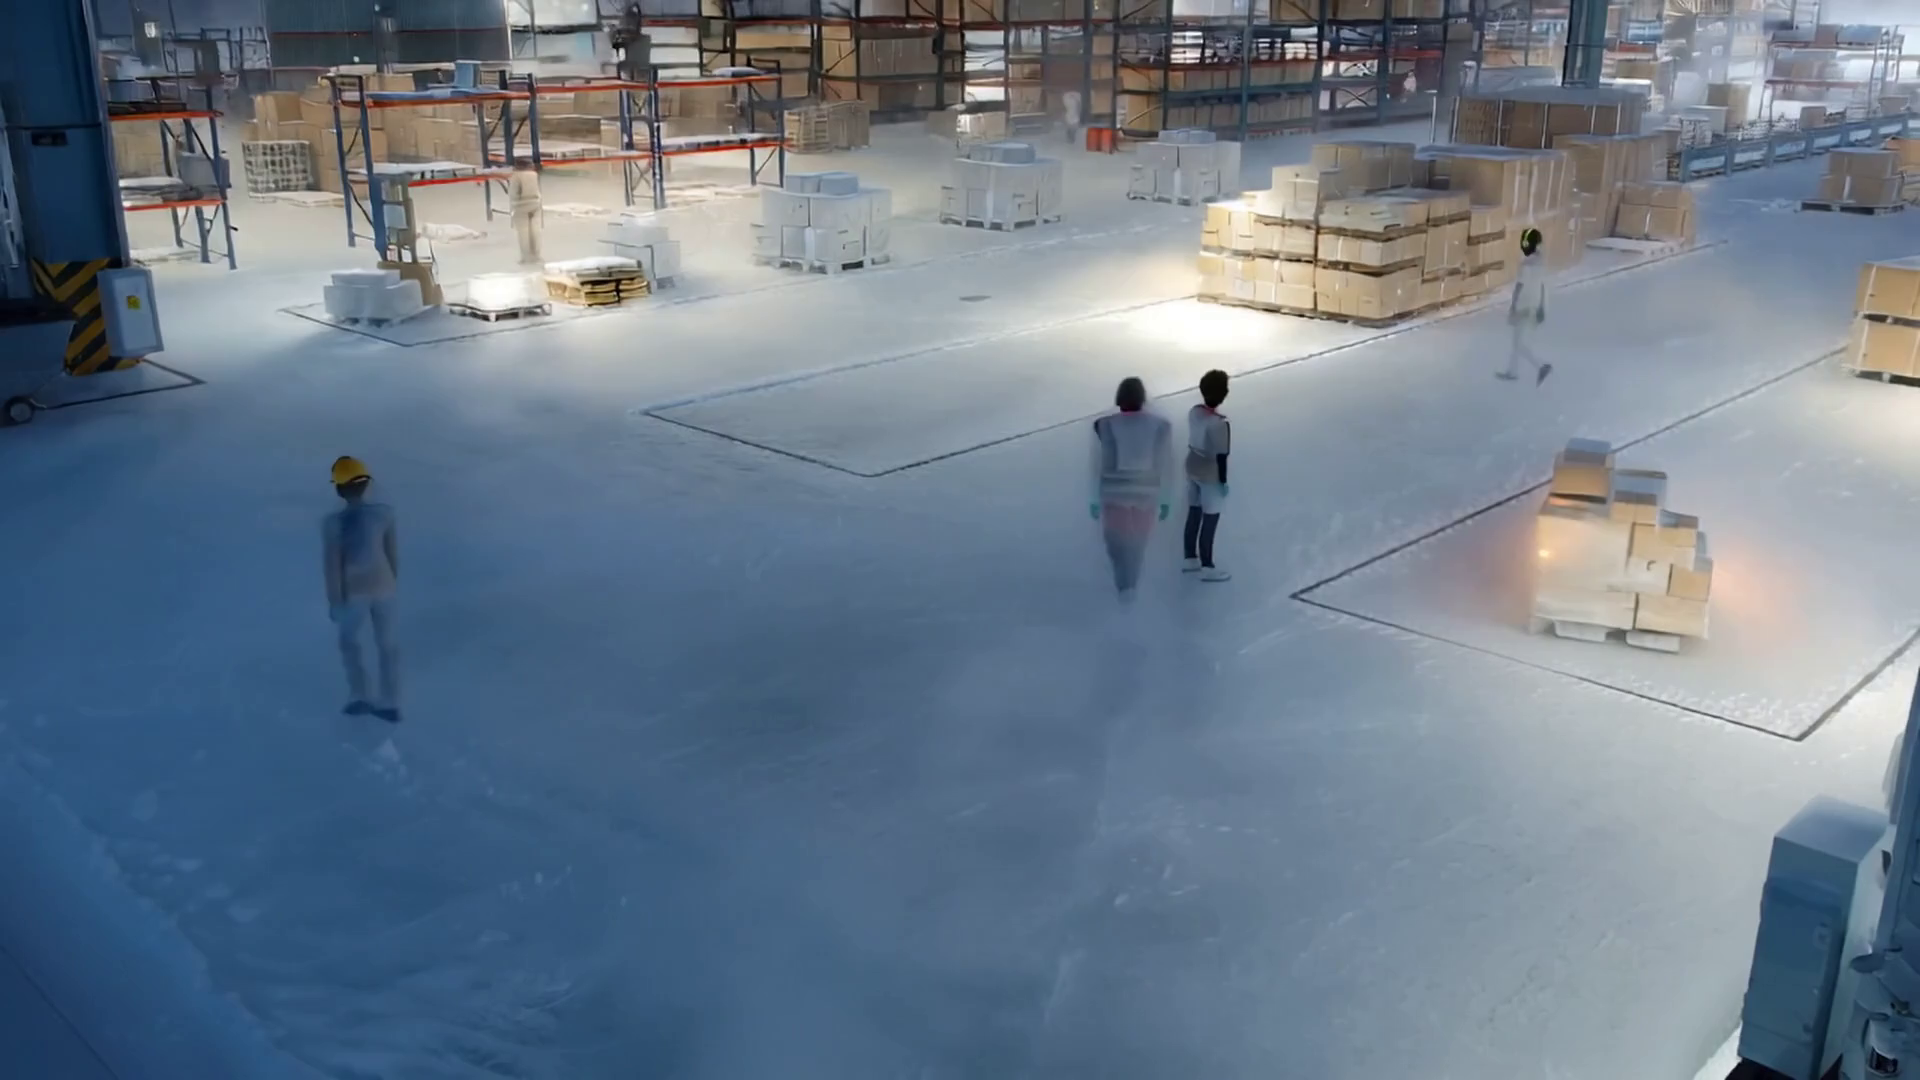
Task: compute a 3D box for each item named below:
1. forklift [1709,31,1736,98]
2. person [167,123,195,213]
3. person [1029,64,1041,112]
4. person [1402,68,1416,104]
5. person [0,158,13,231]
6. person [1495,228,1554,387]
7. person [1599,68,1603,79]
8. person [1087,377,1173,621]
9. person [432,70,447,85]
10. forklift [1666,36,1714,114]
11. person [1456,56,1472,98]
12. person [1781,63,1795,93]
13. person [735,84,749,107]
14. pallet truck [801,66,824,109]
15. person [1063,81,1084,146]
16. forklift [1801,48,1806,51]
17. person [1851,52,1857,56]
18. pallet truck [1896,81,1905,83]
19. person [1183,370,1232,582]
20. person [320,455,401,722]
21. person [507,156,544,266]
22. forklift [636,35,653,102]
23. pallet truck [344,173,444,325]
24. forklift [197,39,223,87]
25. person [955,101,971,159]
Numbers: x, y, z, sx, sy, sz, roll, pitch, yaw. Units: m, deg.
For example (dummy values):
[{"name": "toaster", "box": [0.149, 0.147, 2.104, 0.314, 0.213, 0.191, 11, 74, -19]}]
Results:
[{"name": "forklift", "box": [31.316, -19.570, 68.743, 1.129, 2.768, 1.873, 17, 25, 41]}, {"name": "person", "box": [-16.448, -7.840, 35.020, 0.344, 1.847, 0.505, 3, 19, 9]}, {"name": "person", "box": [2.854, -16.197, 60.092, 0.689, 1.916, 0.638, -12, 22, -33]}, {"name": "person", "box": [17.393, -17.459, 64.401, 0.848, 1.583, 0.515, -12, 22, -33]}, {"name": "person", "box": [-18.626, -6.981, 32.296, 0.371, 1.934, 0.627, -9, 21, -26]}, {"name": "person", "box": [6.754, -2.736, 19.645, 0.532, 1.852, 0.781, -13, 22, -34]}, {"name": "person", "box": [22.296, -15.544, 58.161, 0.636, 1.900, 0.399, 13, 22, 33]}, {"name": "person", "box": [1.270, -0.295, 12.365, 0.634, 1.814, 0.835, -3, 19, -8]}, {"name": "person", "box": [-17.502, -14.861, 56.087, 0.571, 1.901, 0.621, 11, 21, 30]}, {"name": "forklift", "box": [27.341, -17.291, 61.877, 1.129, 2.768, 1.873, 17, 25, 41]}, {"name": "person", "box": [21.651, -19.892, 71.462, 0.569, 1.761, 1.026, 9, 20, 26]}, {"name": "person", "box": [33.396, -18.446, 67.064, 0.614, 1.789, 0.898, 13, 23, 35]}, {"name": "person", "box": [-7.339, -14.788, 56.195, 0.543, 1.686, 0.485, -10, 21, -28]}, {"name": "pallet truck", "box": [-4.812, -15.182, 56.903, 0.823, 1.965, 1.885, -9, 21, -26]}, {"name": "person", "box": [3.389, -12.783, 49.822, 0.633, 1.910, 0.877, 1, 18, 2]}, {"name": "forklift", "box": [40.210, -22.838, 78.588, 1.129, 2.768, 1.873, 17, 25, 41]}, {"name": "person", "box": [38.029, -19.851, 71.101, 0.832, 1.921, 0.619, -15, 24, -38]}, {"name": "pallet truck", "box": [34.802, -16.331, 61.455, 0.653, 1.274, 1.630, 17, 25, 41]}, {"name": "person", "box": [1.968, -0.512, 13.175, 0.317, 1.696, 0.538, -7, 20, -21]}, {"name": "person", "box": [-3.835, 0.307, 10.609, 0.551, 1.745, 0.555, 15, 23, 38]}, {"name": "person", "box": [-7.401, -5.595, 28.284, 0.431, 1.835, 0.624, 17, 25, 41]}, {"name": "forklift", "box": [-11.964, -17.715, 63.154, 1.873, 2.768, 1.129, -10, 21, -28]}, {"name": "pallet truck", "box": [-8.209, -4.181, 23.757, 0.823, 1.965, 1.885, 3, 19, 9]}, {"name": "forklift", "box": [-26.193, -16.094, 58.270, 1.129, 2.768, 1.873, 17, 25, 41]}, {"name": "person", "box": [0.061, -9.728, 40.591, 0.397, 1.929, 0.539, 9, 20, 25]}]
